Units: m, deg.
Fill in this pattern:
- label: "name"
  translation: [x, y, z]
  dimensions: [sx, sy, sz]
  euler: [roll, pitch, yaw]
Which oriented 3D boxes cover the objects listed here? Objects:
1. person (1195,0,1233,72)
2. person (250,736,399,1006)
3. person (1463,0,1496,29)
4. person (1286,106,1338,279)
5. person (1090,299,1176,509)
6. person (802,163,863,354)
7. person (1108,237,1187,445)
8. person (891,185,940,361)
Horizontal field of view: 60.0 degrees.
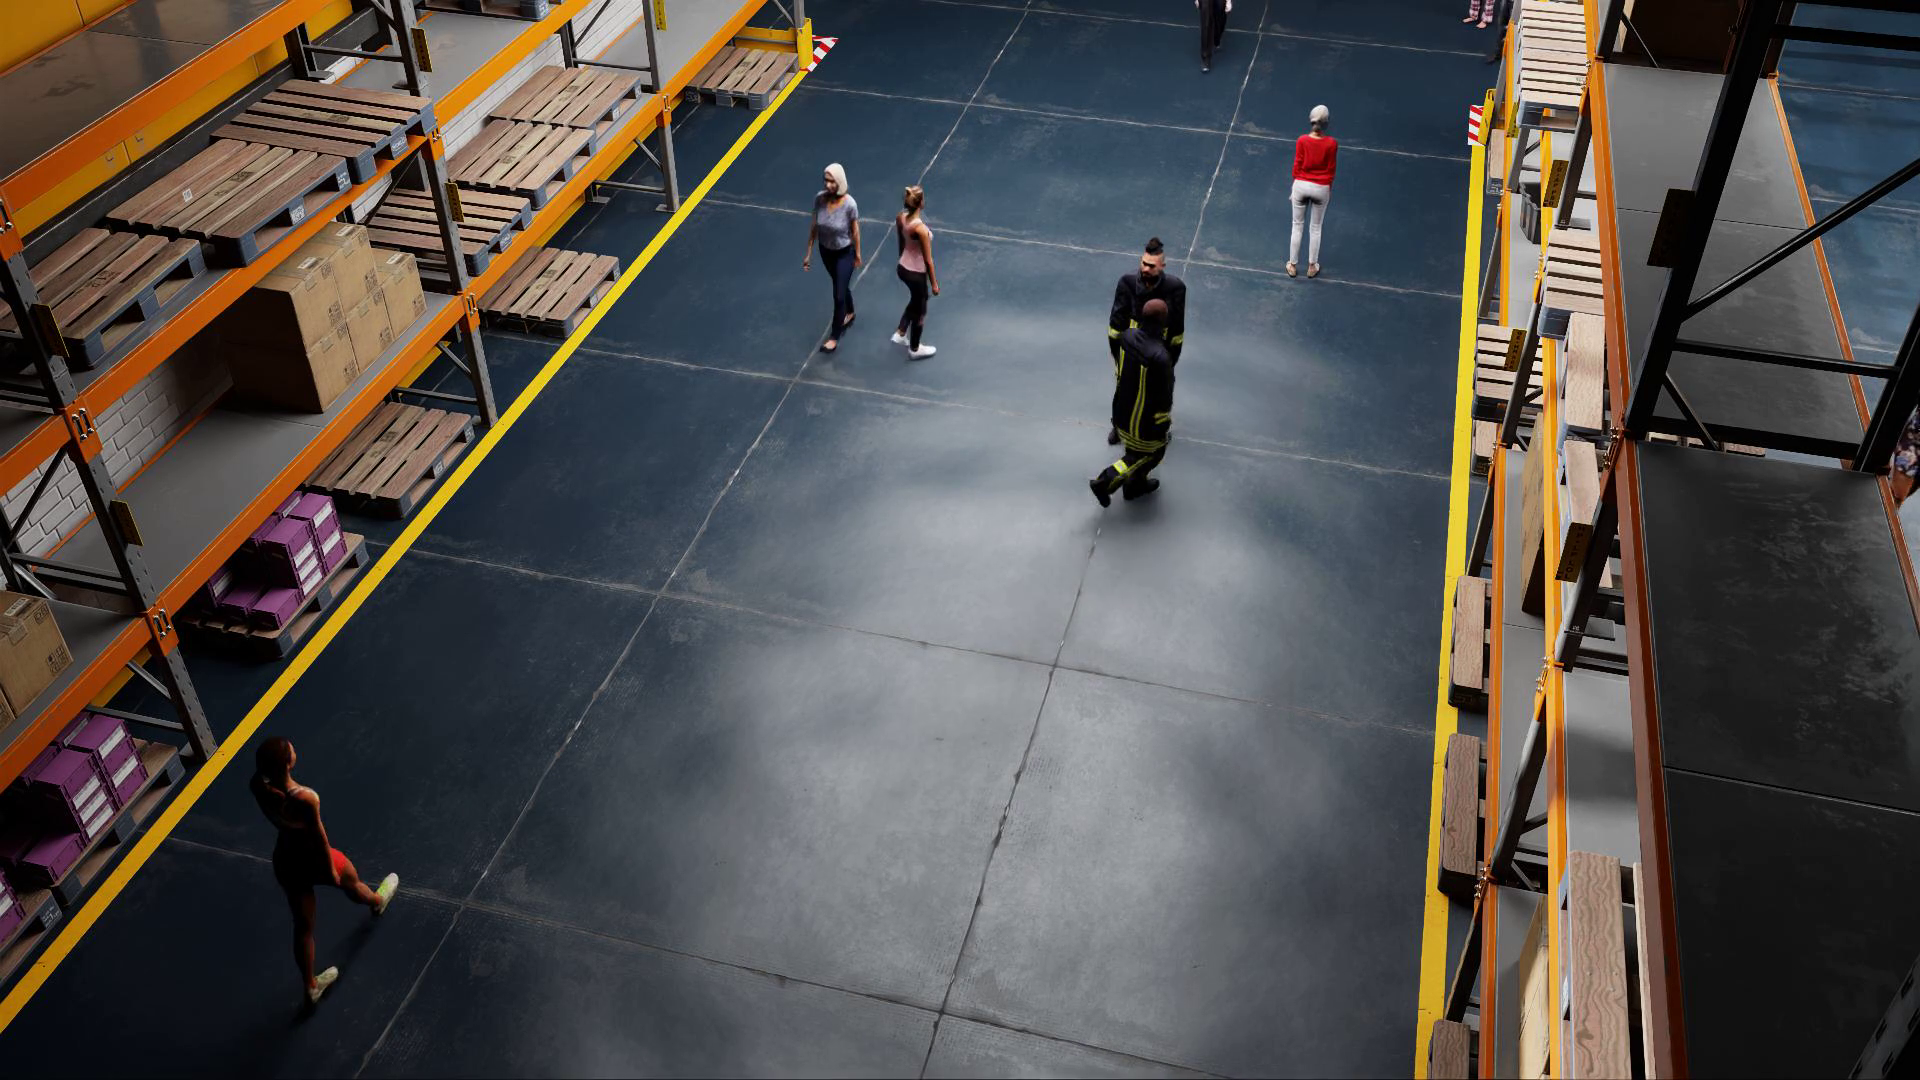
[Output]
- label: "person"
  translation: [3.001, -6.438, 19.535]
  dimensions: [0.628, 1.731, 0.976]
  euler: [8, 39, 10]
- label: "person"
  translation: [-3.643, 1.845, 9.153]
  dimensions: [0.612, 1.744, 1.126]
  euler: [11, 40, 13]
- label: "person"
  translation: [6.552, -7.197, 20.511]
  dimensions: [0.705, 1.698, 0.679]
  euler: [-26, 45, -28]
- label: "person"
  translation: [3.286, -3.253, 15.575]
  dimensions: [0.540, 1.696, 0.515]
  euler: [8, 39, 10]
- label: "person"
  translation: [1.329, -0.988, 12.652]
  dimensions: [1.134, 1.804, 1.081]
  euler: [-19, 42, -22]
- label: "person"
  translation: [-1.045, -2.579, 14.739]
  dimensions: [0.777, 1.686, 1.083]
  euler: [20, 43, 24]
- label: "person"
  translation: [1.499, -1.588, 13.354]
  dimensions: [0.751, 1.866, 0.676]
  euler: [8, 39, 10]
- label: "person"
  translation: [-0.469, -2.296, 14.415]
  dimensions: [0.778, 1.649, 0.717]
  euler: [-16, 41, -19]
